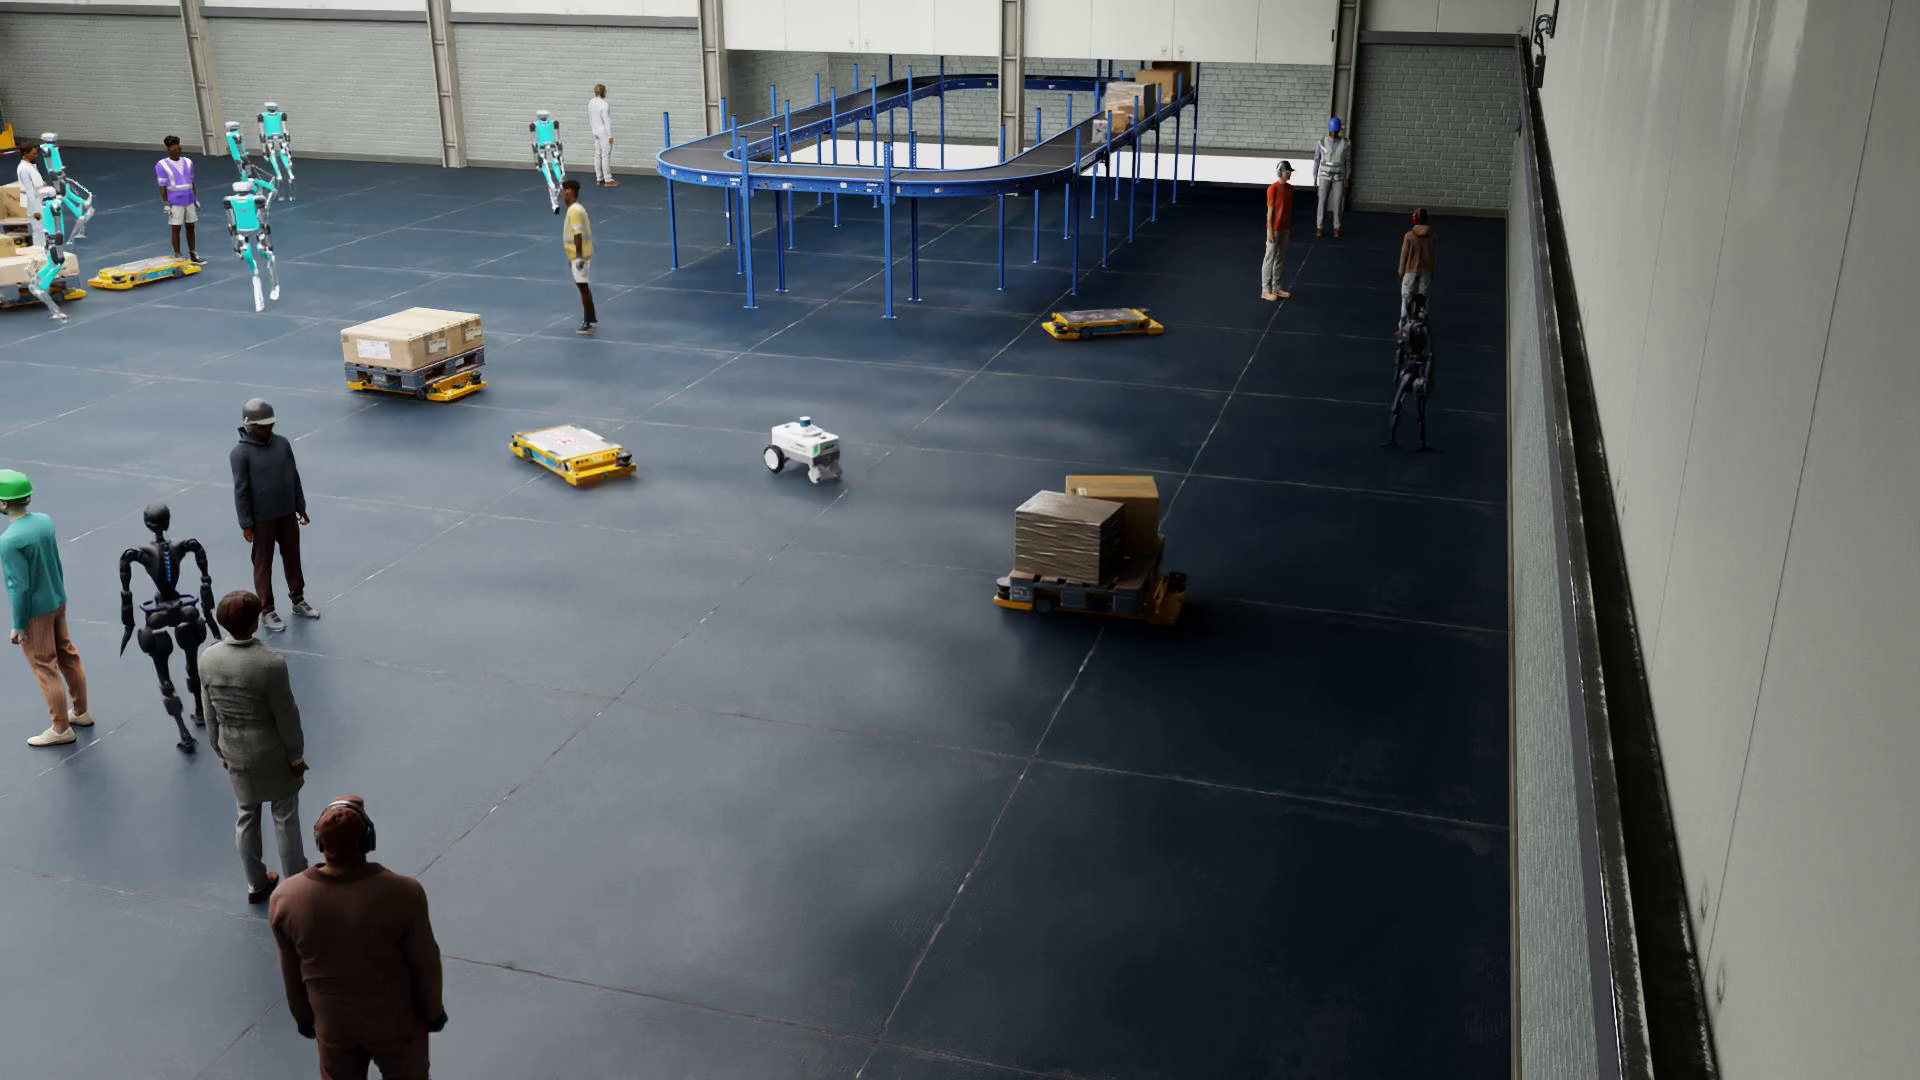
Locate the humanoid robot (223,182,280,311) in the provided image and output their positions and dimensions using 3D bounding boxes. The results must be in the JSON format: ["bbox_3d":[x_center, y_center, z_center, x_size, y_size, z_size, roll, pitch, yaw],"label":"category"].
[{"bbox_3d":[-9.579,-4.055,22.709,0.530,1.774,0.995,-3,21,-7],"label":"humanoid robot"}]

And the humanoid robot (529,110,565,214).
[{"bbox_3d":[-7.232,-6.649,29.478,0.555,1.846,0.865,-10,23,-24],"label":"humanoid robot"}]

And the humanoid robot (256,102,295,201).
[{"bbox_3d":[-12.505,-7.111,30.584,0.550,1.795,0.680,-16,26,-36],"label":"humanoid robot"}]

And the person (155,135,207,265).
[{"bbox_3d":[-11.743,-5.109,25.072,0.370,1.965,0.606,12,24,28],"label":"person"}]

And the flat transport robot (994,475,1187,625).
[{"bbox_3d":[1.036,0.404,13.131,1.431,0.231,0.659,6,22,15],"label":"flat transport robot"}]

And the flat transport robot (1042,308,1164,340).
[{"bbox_3d":[1.834,-2.777,21.381,1.431,0.231,0.659,-5,22,-12],"label":"flat transport robot"}]

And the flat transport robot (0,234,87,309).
[{"bbox_3d":[-12.881,-3.360,22.892,0.659,0.231,1.431,17,27,37],"label":"flat transport robot"}]

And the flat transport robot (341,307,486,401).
[{"bbox_3d":[-6.164,-1.812,18.878,1.431,0.231,0.659,9,23,22],"label":"flat transport robot"}]

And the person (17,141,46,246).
[{"bbox_3d":[-13.754,-4.956,24.747,0.393,1.915,0.589,-9,23,-21],"label":"person"}]

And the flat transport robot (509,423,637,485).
[{"bbox_3d":[-3.834,-0.858,16.404,0.659,0.231,1.431,-17,27,-36],"label":"flat transport robot"}]

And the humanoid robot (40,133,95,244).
[{"bbox_3d":[-14.295,-5.650,26.787,0.748,1.787,0.556,-6,22,-14],"label":"humanoid robot"}]

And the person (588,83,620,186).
[{"bbox_3d":[-6.913,-7.839,32.192,0.372,1.939,0.628,-19,28,-40],"label":"person"}]

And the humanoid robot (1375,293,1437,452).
[{"bbox_3d":[4.515,-1.654,16.530,0.536,1.639,0.611,-8,22,-20],"label":"humanoid robot"}]

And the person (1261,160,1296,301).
[{"bbox_3d":[4.440,-4.287,23.018,0.476,1.912,0.393,-18,27,-38],"label":"person"}]

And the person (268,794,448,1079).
[{"bbox_3d":[-2.453,1.931,6.916,0.653,1.898,0.400,1,21,2],"label":"person"}]

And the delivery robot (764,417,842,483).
[{"bbox_3d":[-1.511,-0.899,16.116,0.779,0.598,0.499,20,28,41],"label":"delivery robot"}]

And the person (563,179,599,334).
[{"bbox_3d":[-4.882,-3.631,21.309,0.370,1.924,0.726,-3,21,-7],"label":"person"}]

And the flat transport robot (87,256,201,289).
[{"bbox_3d":[-11.926,-3.912,24.324,0.659,0.231,1.431,10,23,24],"label":"flat transport robot"}]

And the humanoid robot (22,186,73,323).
[{"bbox_3d":[-11.957,-3.672,21.674,0.670,1.805,0.535,-16,26,-36],"label":"humanoid robot"}]

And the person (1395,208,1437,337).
[{"bbox_3d":[5.759,-3.355,20.964,0.462,1.648,0.326,-1,21,-2],"label":"person"}]

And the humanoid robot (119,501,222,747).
[{"bbox_3d":[-5.165,0.544,10.853,0.612,1.661,0.592,-17,27,-37],"label":"humanoid robot"}]

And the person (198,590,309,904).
[{"bbox_3d":[-3.805,1.139,9.057,0.515,1.828,0.360,3,21,7],"label":"person"}]

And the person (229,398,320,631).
[{"bbox_3d":[-5.203,-0.208,12.585,0.380,1.806,0.549,15,26,34],"label":"person"}]

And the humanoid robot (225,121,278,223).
[{"bbox_3d":[-11.992,-6.223,28.358,0.817,1.827,0.530,-16,26,-35],"label":"humanoid robot"}]

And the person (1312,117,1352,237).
[{"bbox_3d":[6.103,-5.960,27.330,0.616,1.934,0.412,2,21,5],"label":"person"}]

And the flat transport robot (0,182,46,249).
[{"bbox_3d":[-15.318,-4.904,26.897,0.659,0.231,1.431,-3,21,-8],"label":"flat transport robot"}]

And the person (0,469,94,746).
[{"bbox_3d":[-6.001,0.437,10.813,0.345,1.873,0.527,1,21,3],"label":"person"}]
